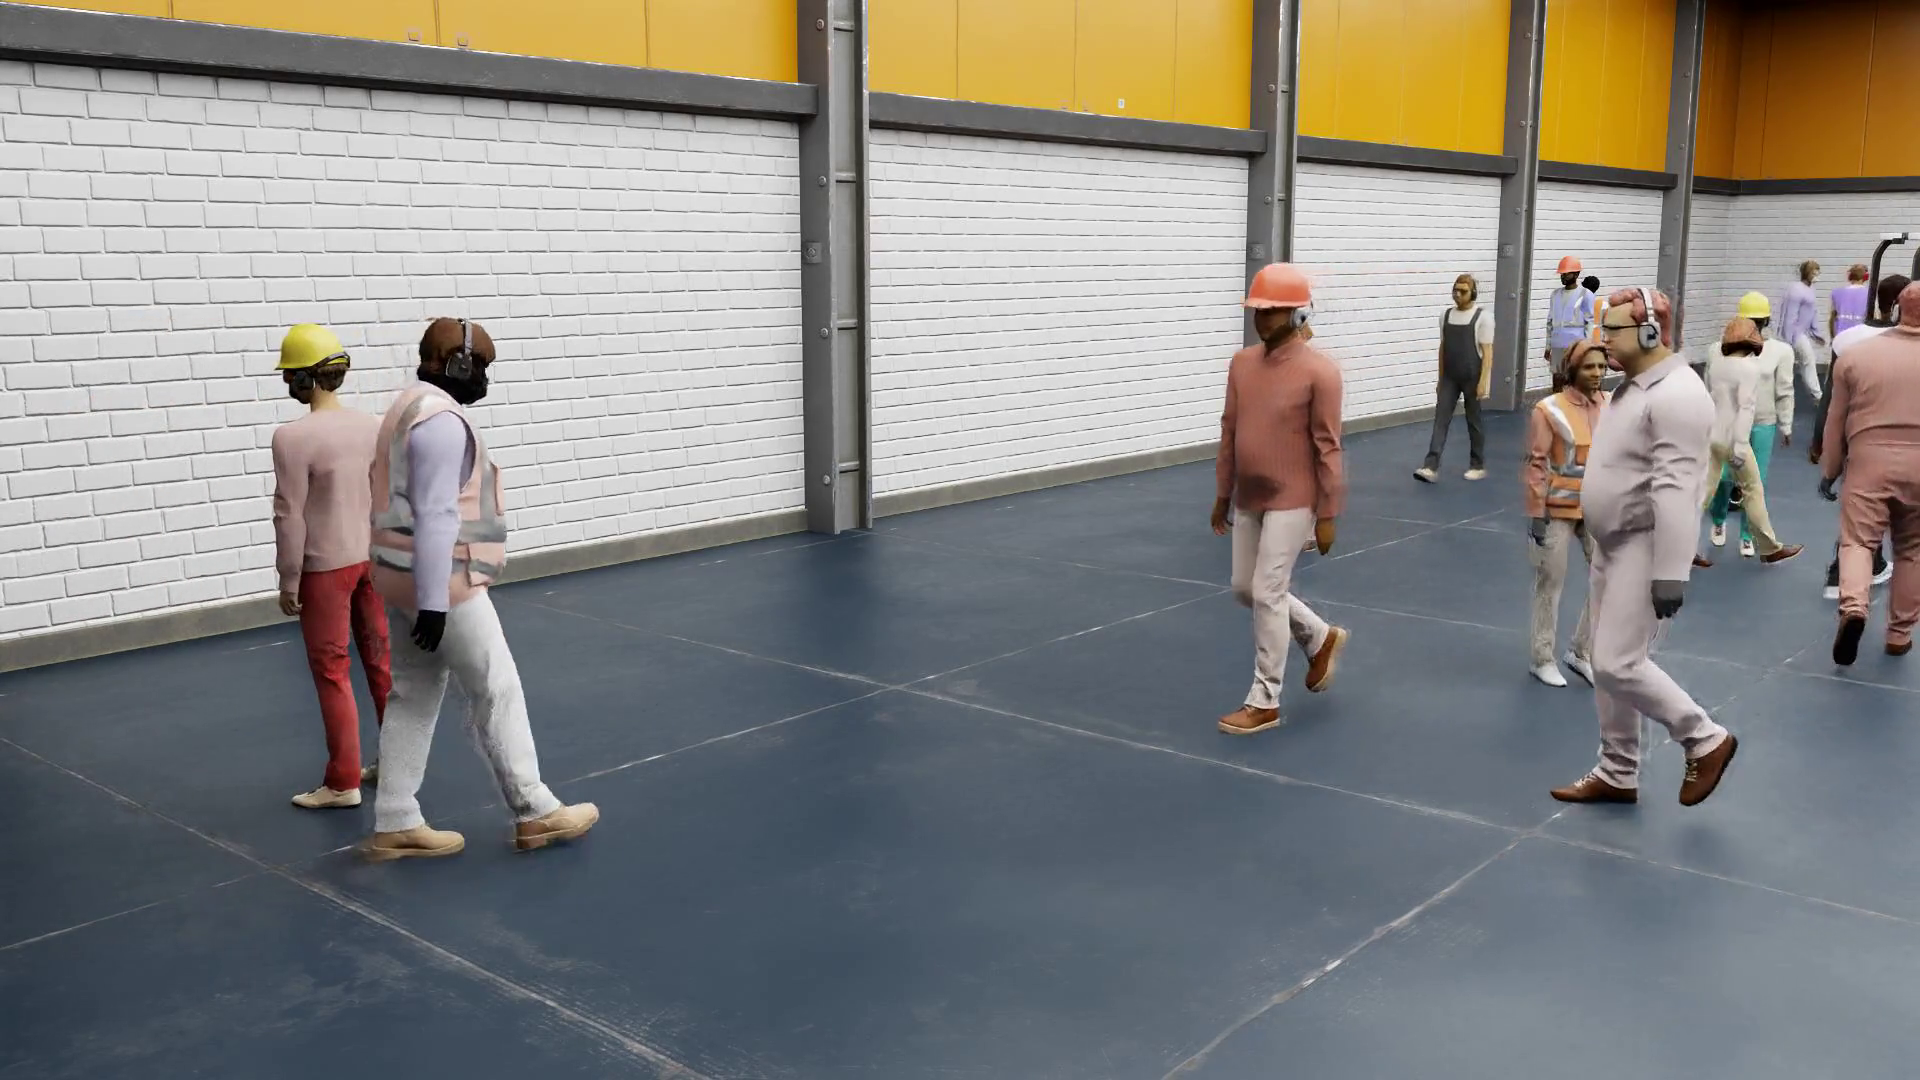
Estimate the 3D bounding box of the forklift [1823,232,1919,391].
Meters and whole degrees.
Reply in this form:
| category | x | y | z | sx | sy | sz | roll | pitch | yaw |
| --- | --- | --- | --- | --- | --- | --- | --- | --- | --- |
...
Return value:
| category | x | y | z | sx | sy | sz | roll | pitch | yaw |
| --- | --- | --- | --- | --- | --- | --- | --- | --- | --- |
| forklift | 9.955 | -1.972 | 16.595 | 2.313 | 2.155 | 1.214 | 1 | 10 | 8 |

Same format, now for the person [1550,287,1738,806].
| category | x | y | z | sx | sy | sz | roll | pitch | yaw |
| --- | --- | --- | --- | --- | --- | --- | --- | --- | --- |
| person | 2.449 | 0.054 | 5.914 | 0.502 | 1.890 | 0.671 | 1 | 10 | 3 |

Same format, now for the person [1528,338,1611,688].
| category | x | y | z | sx | sy | sz | roll | pitch | yaw |
| --- | --- | --- | --- | --- | --- | --- | --- | --- | --- |
| person | 2.825 | -0.108 | 7.602 | 0.541 | 1.619 | 0.498 | -2 | 10 | -13 |

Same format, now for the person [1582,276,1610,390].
| category | x | y | z | sx | sy | sz | roll | pitch | yaw |
| --- | --- | --- | --- | --- | --- | --- | --- | --- | --- |
| person | 7.748 | -2.410 | 20.536 | 0.529 | 1.690 | 0.321 | 3 | 10 | 15 |

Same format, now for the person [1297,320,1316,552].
| category | x | y | z | sx | sy | sz | roll | pitch | yaw |
| --- | --- | --- | --- | --- | --- | --- | --- | --- | --- |
| person | 2.230 | -0.723 | 11.125 | 0.312 | 1.623 | 0.498 | -3 | 10 | -15 |

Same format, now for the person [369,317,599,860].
| category | x | y | z | sx | sy | sz | roll | pitch | yaw |
| --- | --- | --- | --- | --- | --- | --- | --- | --- | --- |
| person | -1.618 | 0.167 | 5.569 | 0.846 | 1.796 | 0.688 | -5 | 11 | -28 |

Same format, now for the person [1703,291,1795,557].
| category | x | y | z | sx | sy | sz | roll | pitch | yaw |
| --- | --- | --- | --- | --- | --- | --- | --- | --- | --- |
| person | 5.166 | -0.757 | 10.949 | 0.562 | 1.747 | 0.412 | 3 | 11 | 19 |

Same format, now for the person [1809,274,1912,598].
| category | x | y | z | sx | sy | sz | roll | pitch | yaw |
| --- | --- | --- | --- | --- | --- | --- | --- | --- | --- |
| person | 5.407 | -0.604 | 9.743 | 0.899 | 1.868 | 0.595 | -6 | 12 | -31 |

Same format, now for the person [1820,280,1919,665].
| category | x | y | z | sx | sy | sz | roll | pitch | yaw |
| --- | --- | --- | --- | --- | --- | --- | --- | --- | --- |
| person | 4.538 | -0.315 | 8.079 | 0.659 | 1.878 | 0.826 | 5 | 11 | 28 |

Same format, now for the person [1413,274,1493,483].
| category | x | y | z | sx | sy | sz | roll | pitch | yaw |
| --- | --- | --- | --- | --- | --- | --- | --- | --- | --- |
| person | 4.299 | -1.385 | 14.383 | 0.539 | 1.799 | 0.875 | 10 | 14 | 44 |

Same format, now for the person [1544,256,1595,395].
| category | x | y | z | sx | sy | sz | roll | pitch | yaw |
| --- | --- | --- | --- | --- | --- | --- | --- | --- | --- |
| person | 6.708 | -2.161 | 18.403 | 0.373 | 1.934 | 0.552 | -7 | 12 | -36 |

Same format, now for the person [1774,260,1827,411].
| category | x | y | z | sx | sy | sz | roll | pitch | yaw |
| --- | --- | --- | --- | --- | --- | --- | --- | --- | --- |
| person | 10.382 | -2.500 | 20.525 | 1.040 | 1.874 | 0.618 | 6 | 12 | 33 |

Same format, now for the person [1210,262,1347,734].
| category | x | y | z | sx | sy | sz | roll | pitch | yaw |
| --- | --- | --- | --- | --- | --- | --- | --- | --- | --- |
| person | 1.402 | -0.189 | 7.076 | 0.736 | 1.971 | 0.624 | -6 | 12 | -30 |

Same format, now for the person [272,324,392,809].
| category | x | y | z | sx | sy | sz | roll | pitch | yaw |
| --- | --- | --- | --- | --- | --- | --- | --- | --- | --- |
| person | -2.295 | 0.095 | 6.079 | 0.349 | 1.758 | 0.522 | 4 | 11 | 21 |

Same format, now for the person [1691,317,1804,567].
| category | x | y | z | sx | sy | sz | roll | pitch | yaw |
| --- | --- | --- | --- | --- | --- | --- | --- | --- | --- |
| person | 4.954 | -0.609 | 10.537 | 0.840 | 1.588 | 0.534 | -1 | 10 | -7 |

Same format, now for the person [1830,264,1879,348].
| category | x | y | z | sx | sy | sz | roll | pitch | yaw |
| --- | --- | --- | --- | --- | --- | --- | --- | --- | --- |
| person | 11.203 | -2.543 | 20.879 | 0.563 | 1.827 | 0.498 | 9 | 13 | 41 |
